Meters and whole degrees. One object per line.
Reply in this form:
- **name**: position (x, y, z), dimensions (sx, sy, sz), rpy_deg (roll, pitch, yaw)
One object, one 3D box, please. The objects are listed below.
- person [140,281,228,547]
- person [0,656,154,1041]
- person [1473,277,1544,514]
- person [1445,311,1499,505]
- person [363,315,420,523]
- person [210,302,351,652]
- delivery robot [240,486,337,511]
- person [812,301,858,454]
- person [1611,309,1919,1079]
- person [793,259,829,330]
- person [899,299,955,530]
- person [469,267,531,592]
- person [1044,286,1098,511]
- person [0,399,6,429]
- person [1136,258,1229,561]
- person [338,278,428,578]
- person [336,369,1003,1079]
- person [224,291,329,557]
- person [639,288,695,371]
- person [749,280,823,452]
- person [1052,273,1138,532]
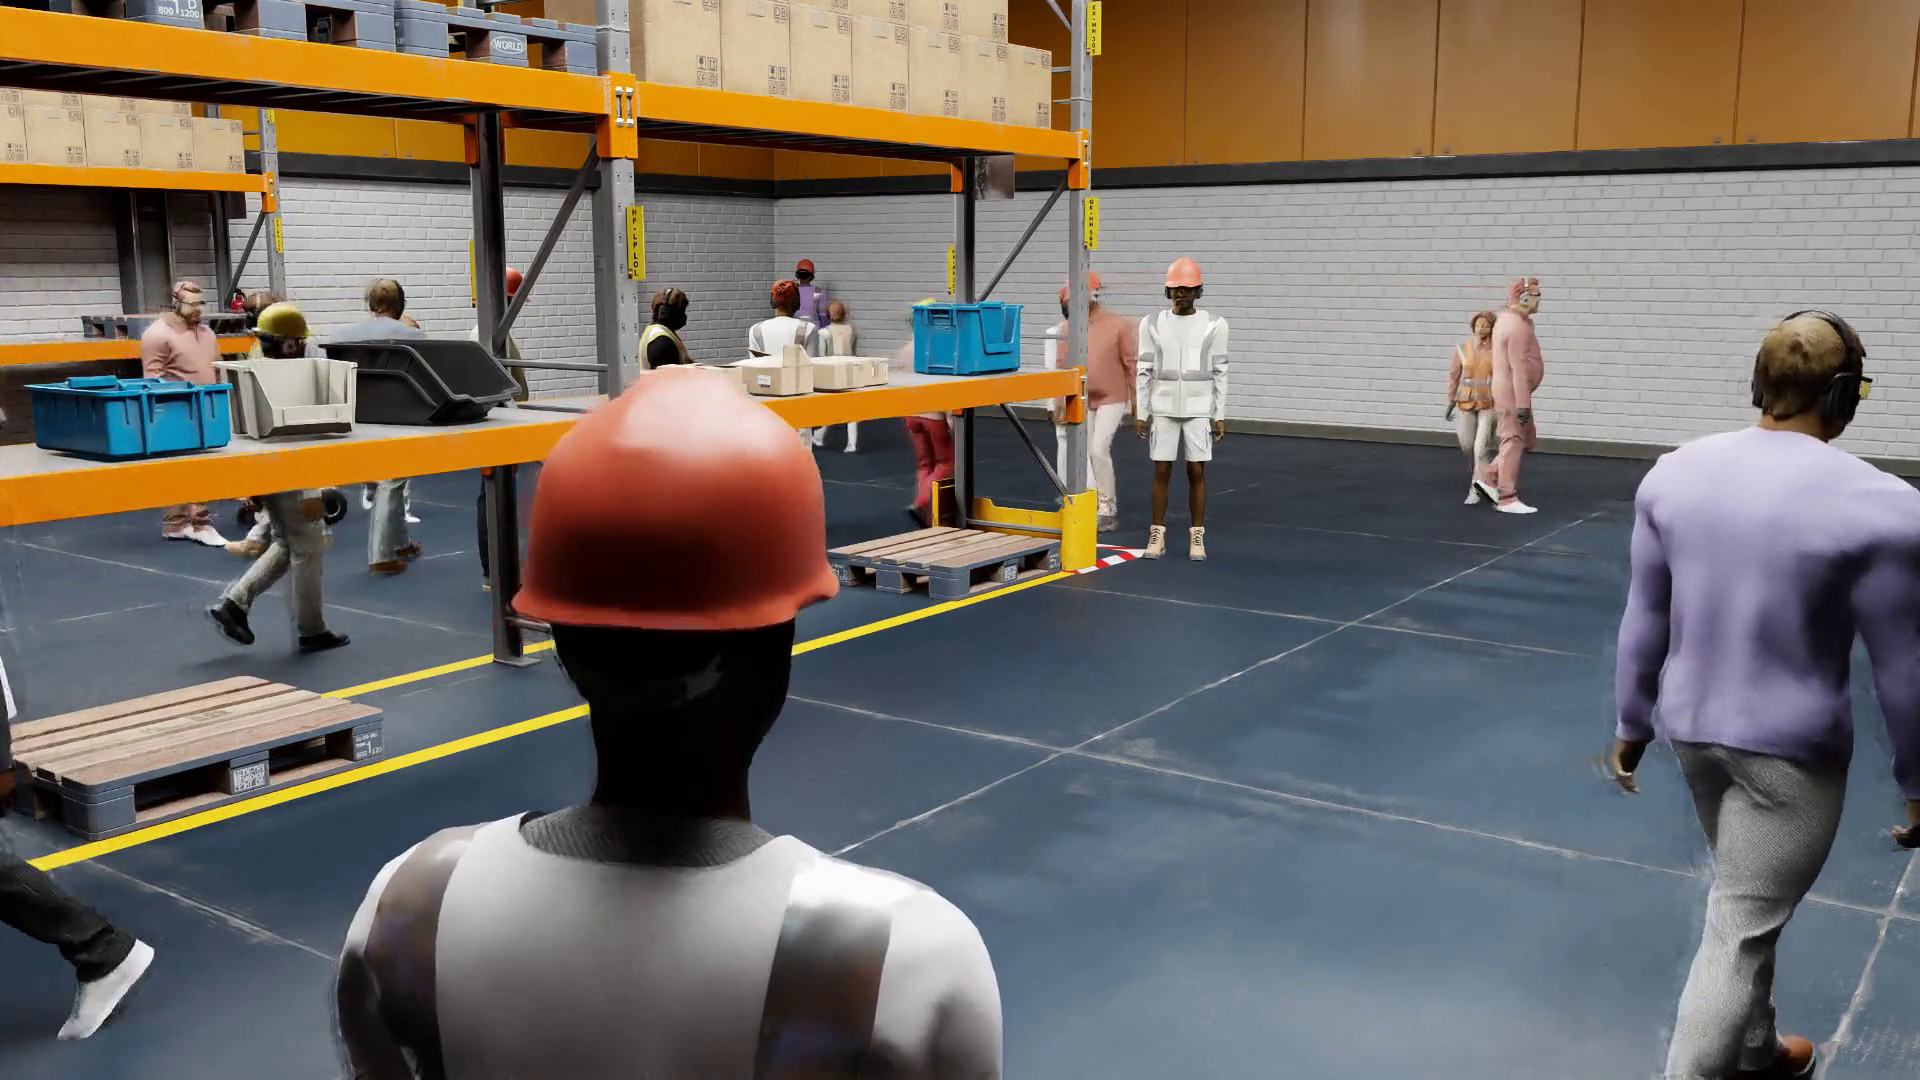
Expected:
- **person**: position (-5.429, -0.892, 11.834), dimensions (0.736, 1.868, 0.677), rpy_deg (2, 10, 10)
- **person**: position (-2.453, 0.430, 3.984), dimensions (0.603, 1.883, 0.947), rpy_deg (7, 12, 38)
- **person**: position (4.455, -1.143, 13.275), dimensions (0.420, 1.892, 0.674), rpy_deg (2, 10, 10)
- **person**: position (4.399, -1.129, 14.037), dimensions (0.518, 1.613, 0.750), rpy_deg (7, 12, 35)
- **person**: position (-4.443, -0.948, 12.953), dimensions (0.603, 1.609, 0.527), rpy_deg (8, 13, 41)
- **person**: position (-3.489, -0.299, 8.493), dimensions (0.602, 1.819, 0.561), rpy_deg (9, 13, 43)
- **delivery robot**: position (-5.164, -0.434, 12.764), dimensions (0.707, 0.478, 0.477), rpy_deg (-8, 12, -38)
- **person**: position (-1.322, -1.722, 17.627), dimensions (0.511, 1.593, 0.868), rpy_deg (-5, 11, -29)
- **person**: position (1.876, 0.452, 3.720), dimensions (0.853, 1.906, 0.664), rpy_deg (-5, 11, -29)
- **person**: position (-2.060, -2.734, 22.314), dimensions (0.607, 2.044, 0.371), rpy_deg (0, 10, 2)
- **person**: position (-0.234, -0.894, 12.219), dimensions (0.550, 1.741, 0.446), rpy_deg (8, 13, 41)
- **person**: position (-2.814, -0.678, 10.240), dimensions (0.395, 1.985, 0.608), rpy_deg (-1, 10, -5)
- **person**: position (0.957, -1.130, 13.434), dimensions (0.578, 1.848, 0.936), rpy_deg (-1, 10, -6)
- **person**: position (-7.451, -0.961, 12.385), dimensions (0.532, 1.826, 0.643), rpy_deg (-2, 10, -14)
- **person**: position (1.489, -0.869, 11.210), dimensions (0.615, 2.040, 0.380), rpy_deg (2, 10, 12)
- **person**: position (-3.645, -0.742, 10.858), dimensions (0.660, 1.903, 0.875), rpy_deg (3, 10, 19)
- **person**: position (-0.209, 0.832, 1.402), dimensions (0.566, 1.935, 0.379), rpy_deg (3, 10, 17)
- **person**: position (-4.787, -0.788, 11.437), dimensions (0.827, 1.811, 0.645), rpy_deg (-6, 11, -33)
- **person**: position (-1.985, -0.798, 11.402), dimensions (0.430, 1.838, 0.619), rpy_deg (-3, 10, -15)
- **person**: position (-1.284, -0.993, 12.426), dimensions (0.574, 1.883, 0.355), rpy_deg (3, 10, 15)
- **person**: position (1.004, -1.030, 12.444), dimensions (0.632, 1.947, 0.713), rpy_deg (8, 12, 38)
